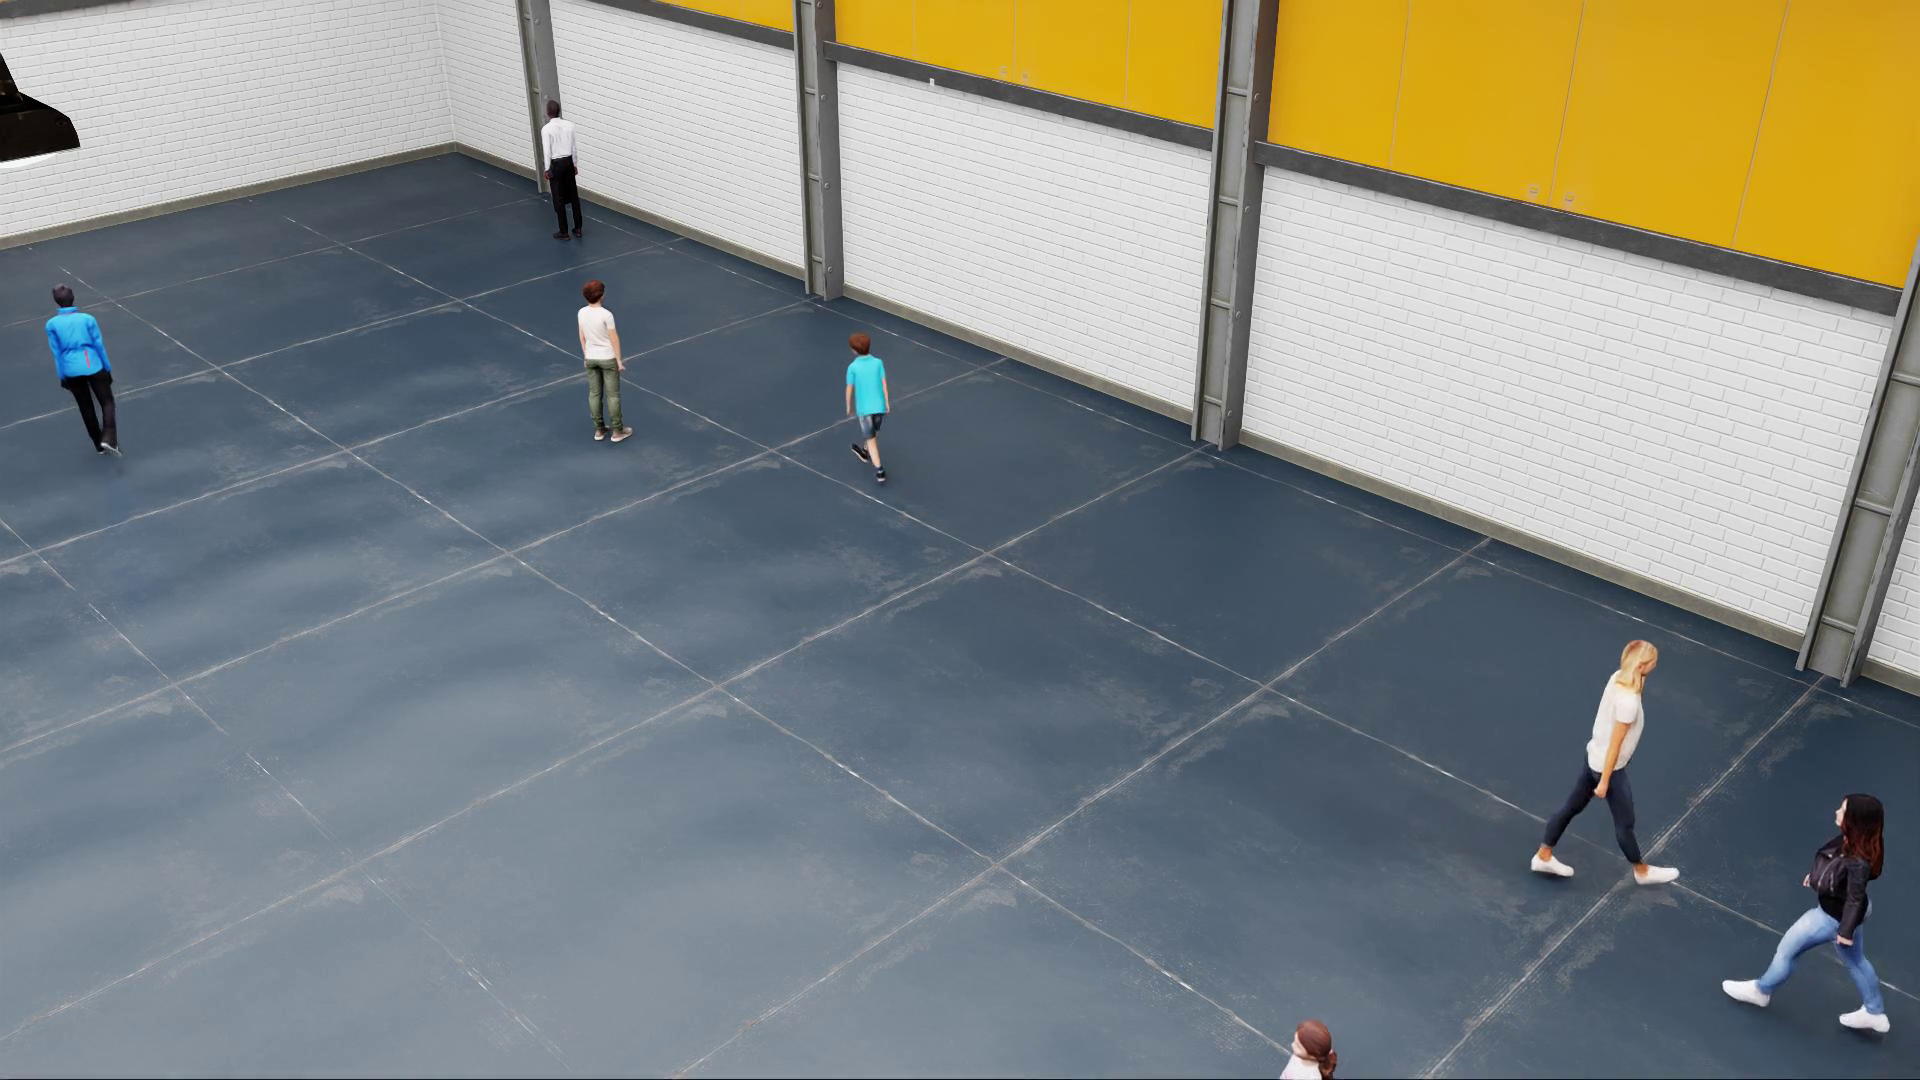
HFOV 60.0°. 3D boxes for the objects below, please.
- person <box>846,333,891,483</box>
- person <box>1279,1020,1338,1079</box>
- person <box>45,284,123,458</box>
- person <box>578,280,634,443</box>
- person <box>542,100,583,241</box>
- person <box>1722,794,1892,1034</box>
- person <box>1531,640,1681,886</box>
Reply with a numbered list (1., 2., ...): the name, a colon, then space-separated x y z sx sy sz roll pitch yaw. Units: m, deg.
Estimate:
1. person: -0.808 -1.240 15.738 0.734 1.412 0.974 -10 30 -17
2. person: 1.799 2.887 8.511 0.833 1.087 0.756 1 29 2
3. person: -8.416 -1.583 15.982 0.855 1.780 1.061 -12 31 -20
4. person: -3.550 -1.777 16.469 0.614 1.654 0.719 8 30 15
5. person: -5.273 -4.904 22.011 0.642 1.836 0.537 -23 36 -36
6. person: 5.031 2.133 9.369 1.162 1.590 0.790 17 33 29
7. person: 3.965 1.419 10.491 1.188 1.768 1.033 5 29 10
